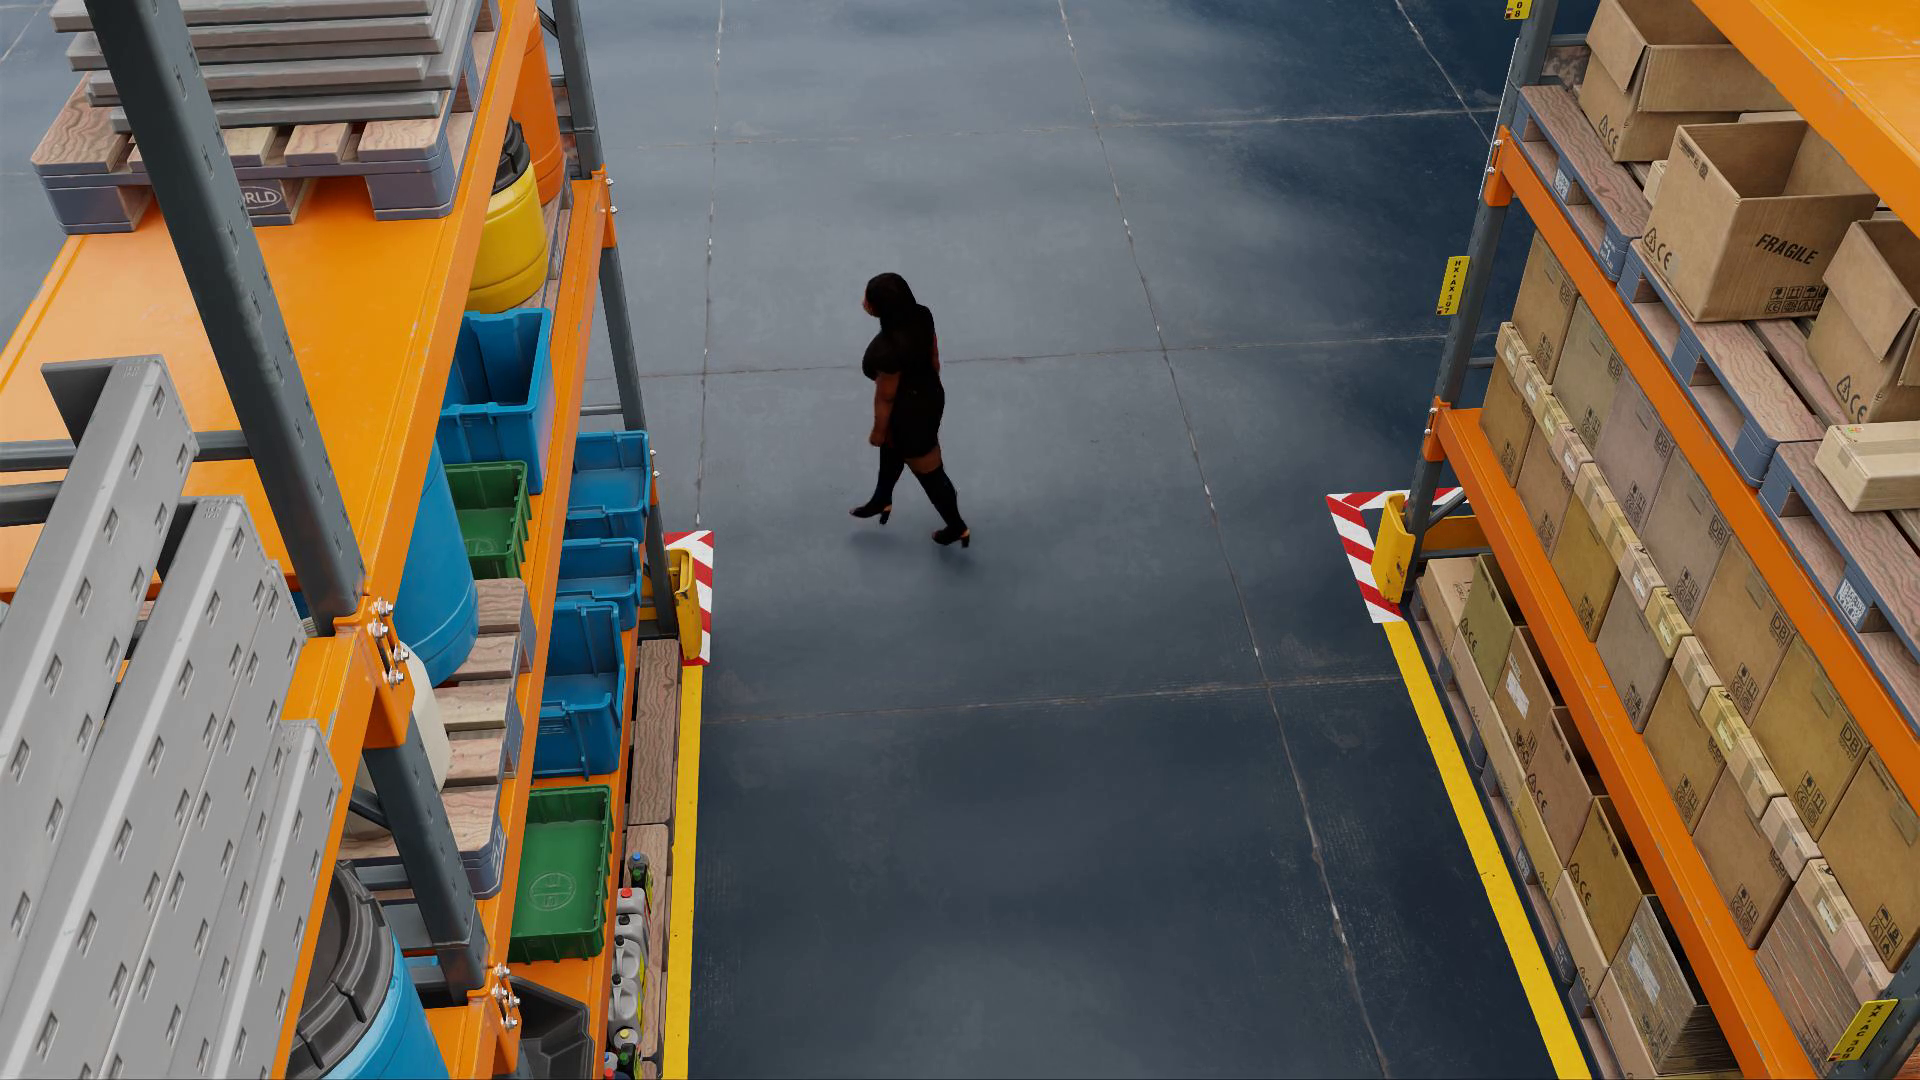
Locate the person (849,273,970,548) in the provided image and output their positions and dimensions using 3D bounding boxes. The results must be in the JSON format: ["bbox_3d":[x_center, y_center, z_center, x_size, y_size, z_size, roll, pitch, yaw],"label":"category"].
[{"bbox_3d":[-0.184,-0.651,8.899,0.953,1.806,1.010,18,45,19],"label":"person"}]
